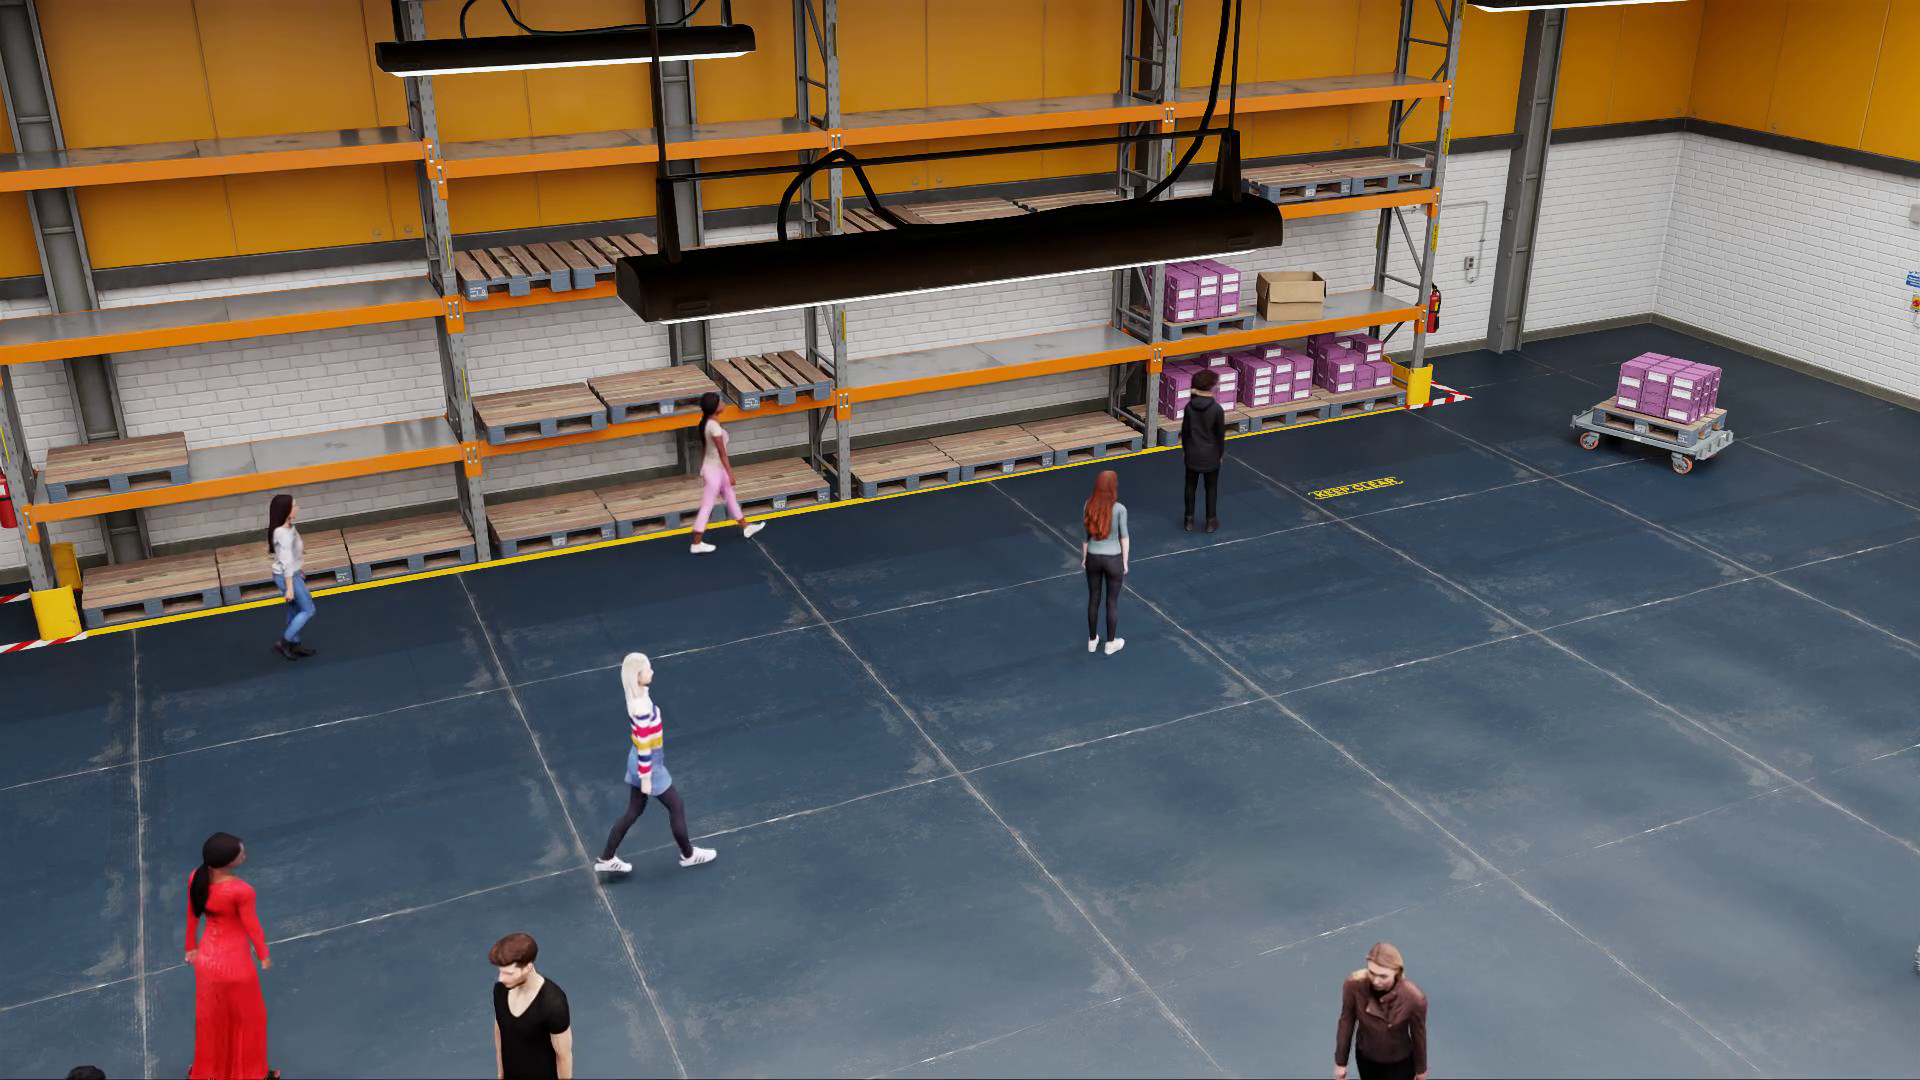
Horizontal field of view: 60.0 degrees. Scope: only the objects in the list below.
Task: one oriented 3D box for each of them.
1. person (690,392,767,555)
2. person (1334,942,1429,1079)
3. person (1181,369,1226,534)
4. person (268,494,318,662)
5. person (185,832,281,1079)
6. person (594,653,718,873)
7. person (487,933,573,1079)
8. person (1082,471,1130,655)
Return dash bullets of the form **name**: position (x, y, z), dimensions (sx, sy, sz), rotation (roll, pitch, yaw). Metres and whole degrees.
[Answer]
- **person**: position (-2.608, -0.659, 17.068), dimensions (1.075, 1.704, 0.613), rotation (-10, 26, -22)
- **person**: position (2.354, 2.834, 9.150), dimensions (0.958, 1.645, 1.126), rotation (15, 28, 30)
- **person**: position (2.570, -0.933, 17.602), dimensions (0.725, 1.778, 0.780), rotation (9, 25, 20)
- **person**: position (-6.063, 0.372, 14.816), dimensions (0.693, 1.619, 0.660), rotation (-15, 28, -30)
- **person**: position (-4.380, 2.504, 9.758), dimensions (0.884, 1.763, 0.965), rotation (2, 24, 5)
- **person**: position (-2.302, 1.621, 11.771), dimensions (1.118, 1.770, 0.712), rotation (-8, 25, -18)
- **person**: position (-2.237, 2.849, 8.806), dimensions (0.766, 1.893, 0.781), rotation (13, 27, 28)
- **person**: position (1.305, 0.200, 15.055), dimensions (0.666, 1.742, 0.714), rotation (10, 25, 21)
